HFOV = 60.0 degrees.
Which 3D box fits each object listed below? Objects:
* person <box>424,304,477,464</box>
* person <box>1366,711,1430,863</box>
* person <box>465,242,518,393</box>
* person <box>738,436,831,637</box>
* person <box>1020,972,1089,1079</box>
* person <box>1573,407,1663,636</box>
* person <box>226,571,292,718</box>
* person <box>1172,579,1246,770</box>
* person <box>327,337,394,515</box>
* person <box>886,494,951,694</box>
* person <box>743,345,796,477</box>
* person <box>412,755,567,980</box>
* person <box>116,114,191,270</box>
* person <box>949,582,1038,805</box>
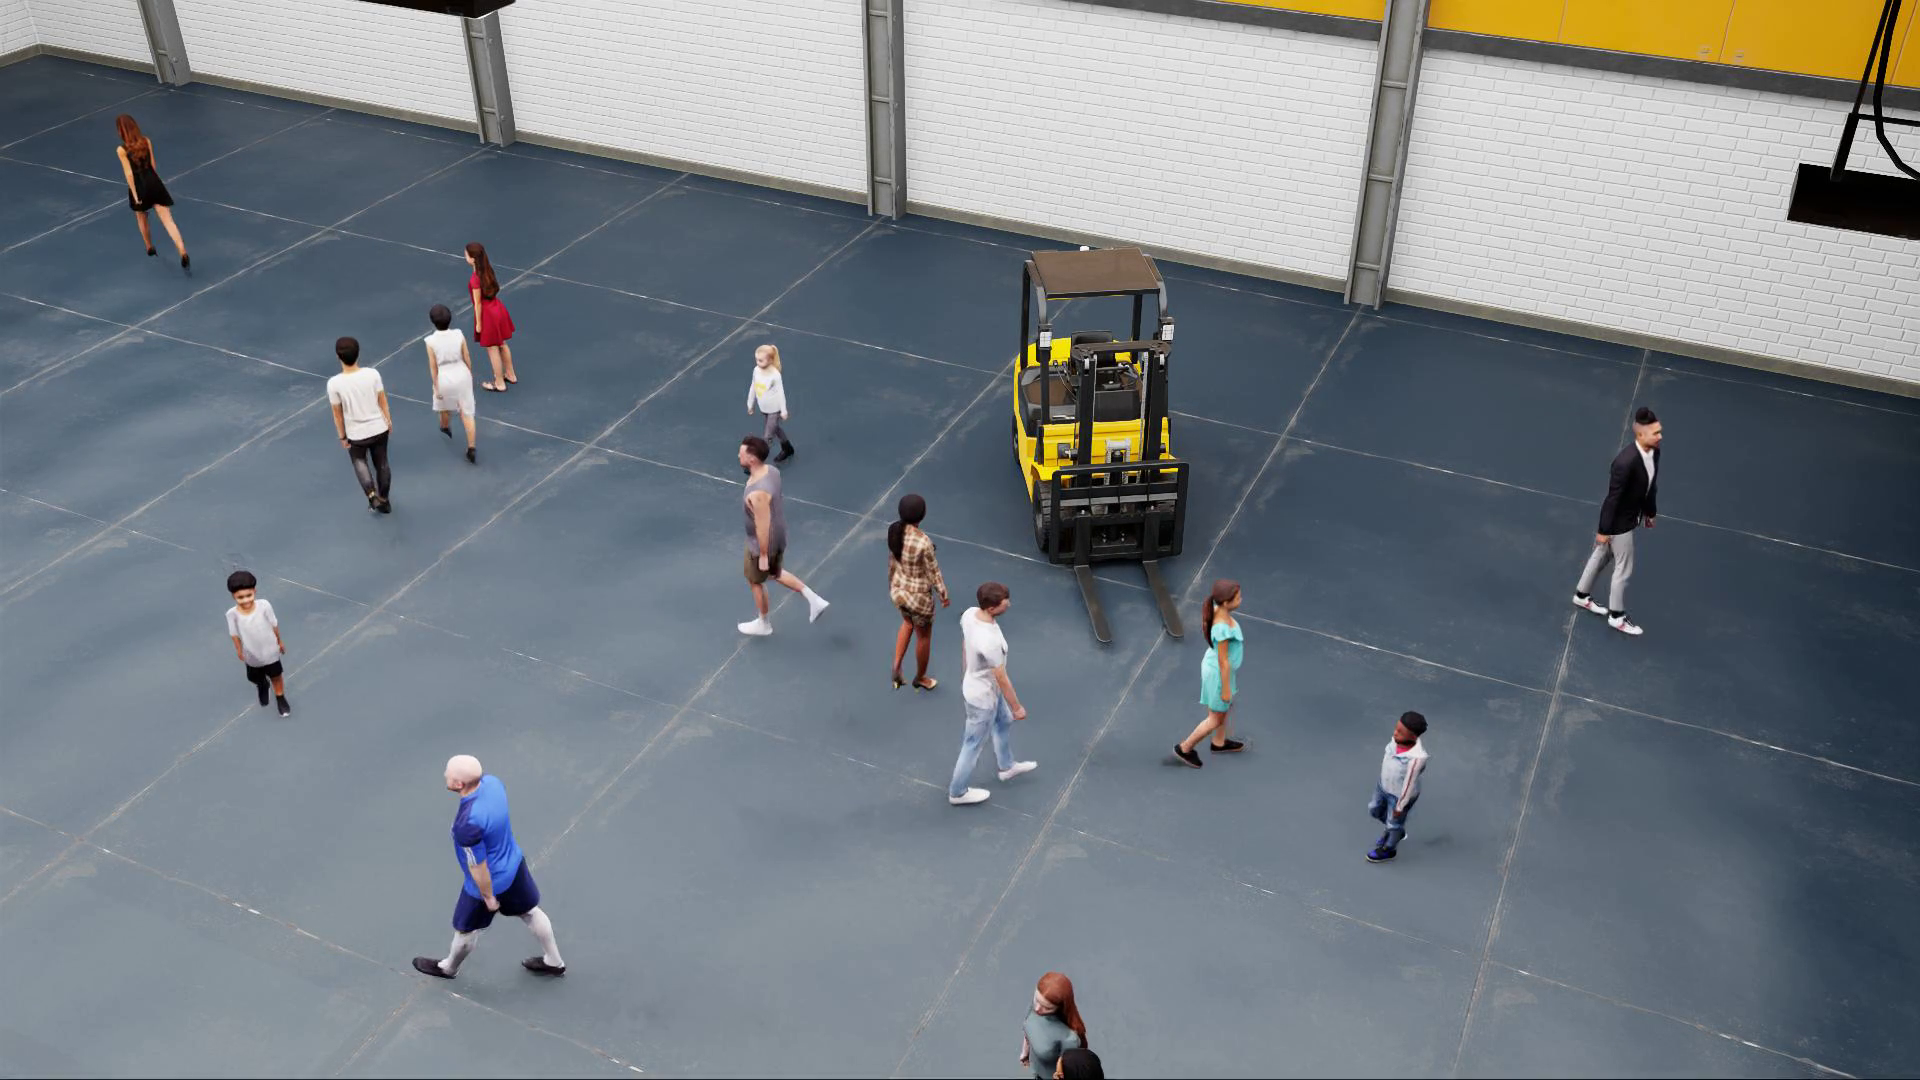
[{"bbox_3d":[-4.657,-1.410,15.371,0.894,1.516,1.062,-20,39,-27],"label":"person"},{"bbox_3d":[2.963,1.627,11.036,0.655,1.256,0.599,-8,34,-12],"label":"person"},{"bbox_3d":[-4.681,-2.237,16.585,0.650,1.550,0.592,8,34,12],"label":"person"},{"bbox_3d":[-1.418,0.011,12.883,1.064,1.823,0.823,5,34,7],"label":"person"},{"bbox_3d":[0.563,2.832,8.813,1.146,1.711,1.038,-8,34,-12],"label":"person"},{"bbox_3d":[5.179,-0.235,13.224,1.012,1.936,0.900,29,43,36],"label":"person"},{"bbox_3d":[-5.222,0.739,12.377,0.630,1.250,0.694,-16,37,-23],"label":"person"},{"bbox_3d":[1.806,0.940,11.786,0.854,1.570,0.712,1,34,2],"label":"person"},{"bbox_3d":[-5.178,-0.956,14.512,0.779,1.711,0.832,-17,37,-23],"label":"person"},{"bbox_3d":[-0.375,0.458,12.315,0.625,1.787,0.743,28,43,35],"label":"person"},{"bbox_3d":[-1.705,-1.233,15.347,0.890,1.248,0.743,27,42,34],"label":"person"},{"bbox_3d":[-2.714,2.011,9.972,1.214,1.796,0.895,5,34,7],"label":"person"},{"bbox_3d":[-9.145,-3.903,18.875,1.200,1.788,0.803,26,42,33],"label":"person"},{"bbox_3d":[0.063,1.086,11.337,1.045,1.825,0.949,-8,34,-11],"label":"person"}]
